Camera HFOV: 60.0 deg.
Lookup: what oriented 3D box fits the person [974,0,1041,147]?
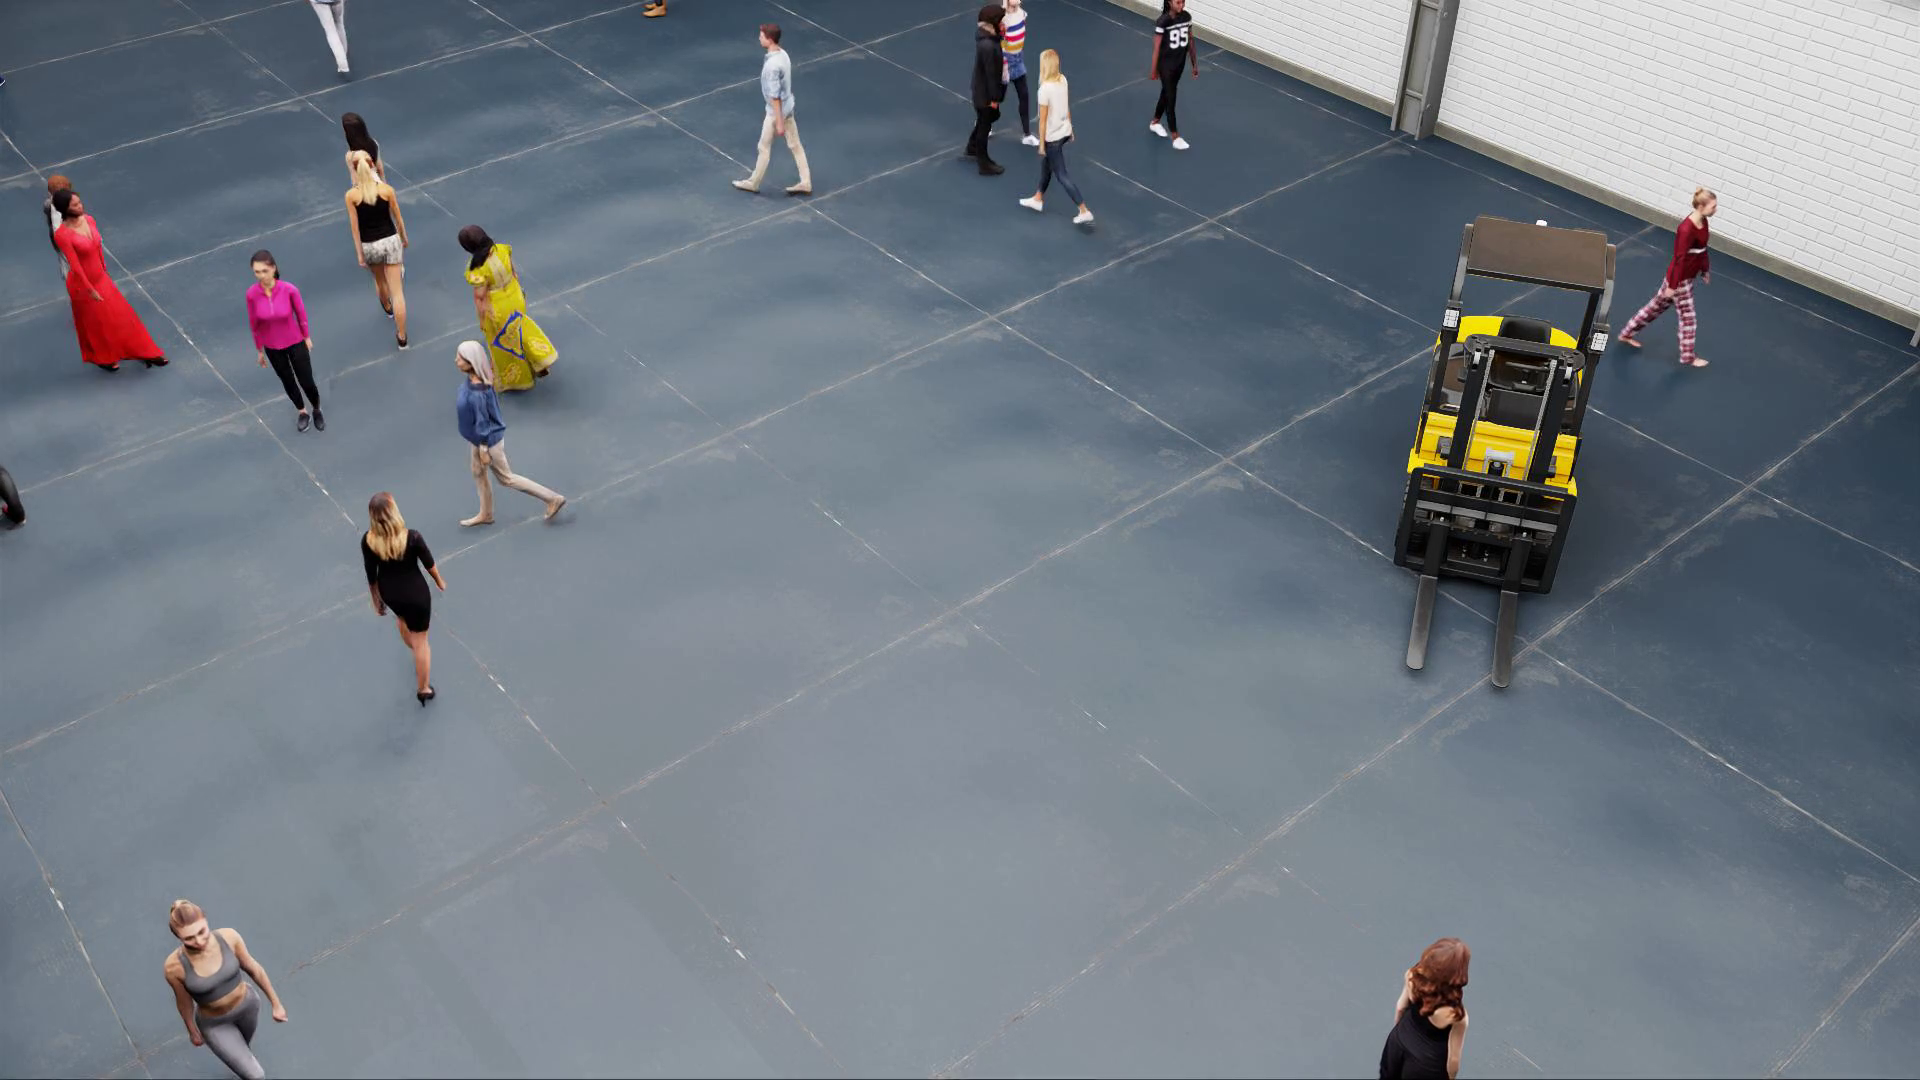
[{"bbox_3d":[0.457,-5.181,18.119,1.176,1.766,0.785,28,46,31],"label":"person"}]

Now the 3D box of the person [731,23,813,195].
[{"bbox_3d":[-1.751,-4.382,17.079,1.175,1.816,1.084,5,39,6],"label":"person"}]

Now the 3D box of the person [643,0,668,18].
[{"bbox_3d":[-3.936,-7.536,21.112,0.754,1.711,0.664,-2,39,-2],"label":"person"}]

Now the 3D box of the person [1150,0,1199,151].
[{"bbox_3d":[2.259,-5.210,18.206,0.666,1.702,1.038,-24,44,-27],"label":"person"}]

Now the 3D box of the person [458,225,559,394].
[{"bbox_3d":[-3.851,-1.934,14.171,1.023,1.631,0.950,22,43,25],"label":"person"}]

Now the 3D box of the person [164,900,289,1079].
[{"bbox_3d":[-3.833,2.432,8.673,1.136,1.659,0.669,31,48,33],"label":"person"}]

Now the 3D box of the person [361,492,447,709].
[{"bbox_3d":[-3.741,0.449,11.161,0.846,1.652,0.924,1,39,2],"label":"person"}]

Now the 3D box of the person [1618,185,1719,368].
[{"bbox_3d":[6.275,-2.341,14.653,1.127,1.655,0.863,21,43,24],"label":"person"}]

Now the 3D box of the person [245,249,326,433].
[{"bbox_3d":[-5.590,-1.669,13.795,0.708,1.684,0.749,-6,39,-7],"label":"person"}]

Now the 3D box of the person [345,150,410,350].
[{"bbox_3d":[-5.133,-2.558,14.806,0.845,1.801,1.162,-15,41,-18],"label":"person"}]

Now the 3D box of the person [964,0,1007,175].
[{"bbox_3d":[0.209,-4.775,17.625,0.901,1.748,0.836,5,39,6],"label":"person"}]

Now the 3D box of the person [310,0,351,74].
[{"bbox_3d":[-7.463,-6.410,19.588,0.774,1.853,1.178,-21,43,-24],"label":"person"}]

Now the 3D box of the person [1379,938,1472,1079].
[{"bbox_3d":[2.299,2.606,8.386,0.646,1.745,0.457,-24,44,-27],"label":"person"}]

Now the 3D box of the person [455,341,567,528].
[{"bbox_3d":[-3.508,-0.777,12.688,1.001,1.672,1.103,-8,39,-10],"label":"person"}]

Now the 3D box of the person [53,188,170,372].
[{"bbox_3d":[-7.607,-2.219,14.425,1.092,1.759,0.934,12,40,14],"label":"person"}]

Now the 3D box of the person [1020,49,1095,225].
[{"bbox_3d":[1.040,-3.974,16.610,1.216,1.763,0.872,23,44,26],"label":"person"}]

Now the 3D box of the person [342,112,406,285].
[{"bbox_3d":[-5.523,-3.199,15.663,0.659,1.735,0.654,15,41,18],"label":"person"}]
